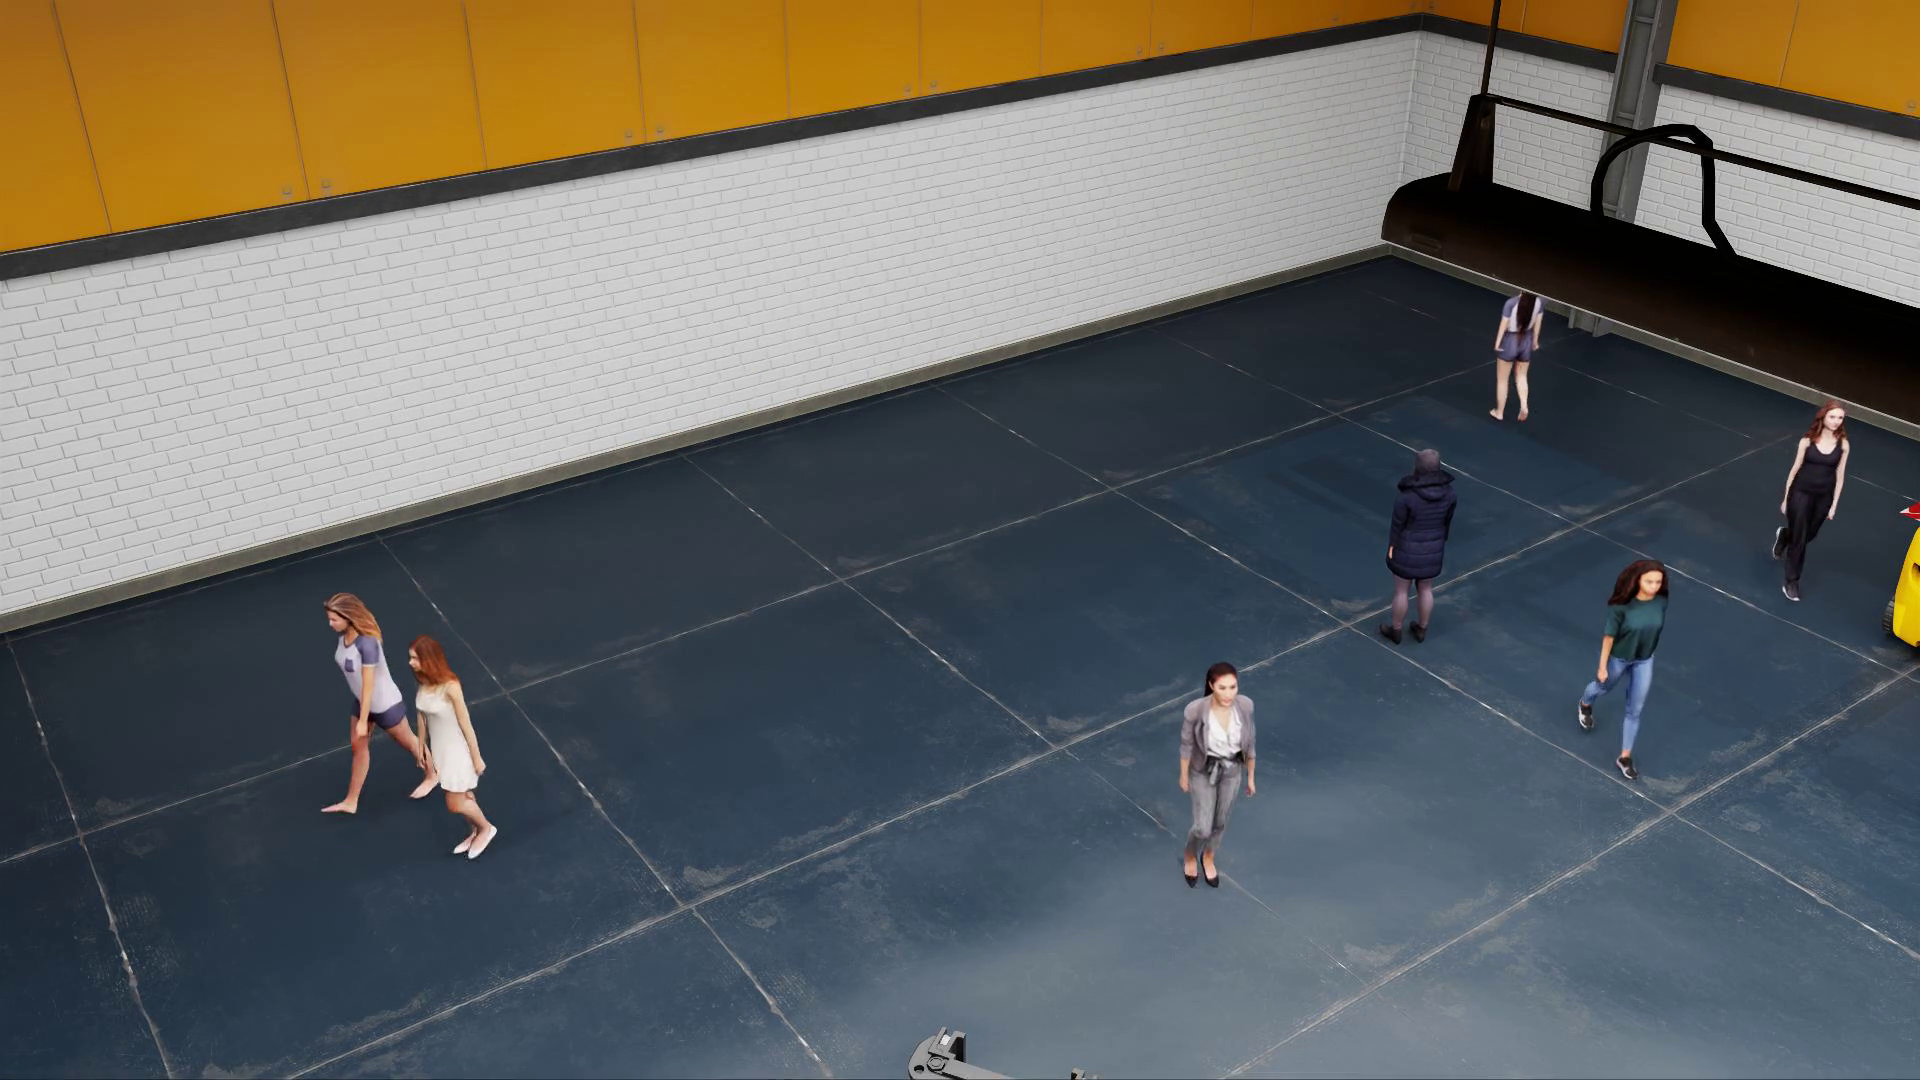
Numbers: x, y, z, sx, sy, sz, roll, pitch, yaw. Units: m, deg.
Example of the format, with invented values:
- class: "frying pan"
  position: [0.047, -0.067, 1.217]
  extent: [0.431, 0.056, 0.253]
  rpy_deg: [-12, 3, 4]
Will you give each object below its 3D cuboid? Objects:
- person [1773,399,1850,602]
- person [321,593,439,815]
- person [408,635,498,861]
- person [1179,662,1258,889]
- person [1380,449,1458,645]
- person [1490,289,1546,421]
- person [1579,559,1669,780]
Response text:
- class: "person"
  position: [7.010, -0.392, 13.772]
  extent: [0.995, 1.721, 1.068]
  rpy_deg: [4, 29, 8]
- class: "person"
  position: [-3.821, 1.063, 11.152]
  extent: [1.001, 1.676, 0.789]
  rpy_deg: [23, 36, 36]
- class: "person"
  position: [-3.199, 1.296, 10.704]
  extent: [0.640, 1.695, 0.753]
  rpy_deg: [20, 34, 31]
- class: "person"
  position: [1.583, 1.443, 10.464]
  extent: [0.701, 1.666, 0.703]
  rpy_deg: [-7, 29, -12]
- class: "person"
  position: [3.586, 0.048, 13.011]
  extent: [0.763, 1.677, 0.774]
  rpy_deg: [-6, 29, -11]
- class: "person"
  position: [5.610, -1.908, 16.637]
  extent: [0.770, 1.639, 0.858]
  rpy_deg: [-5, 29, -9]
- class: "person"
  position: [4.665, 0.803, 11.731]
  extent: [0.972, 1.579, 1.173]
  rpy_deg: [-1, 29, -1]
